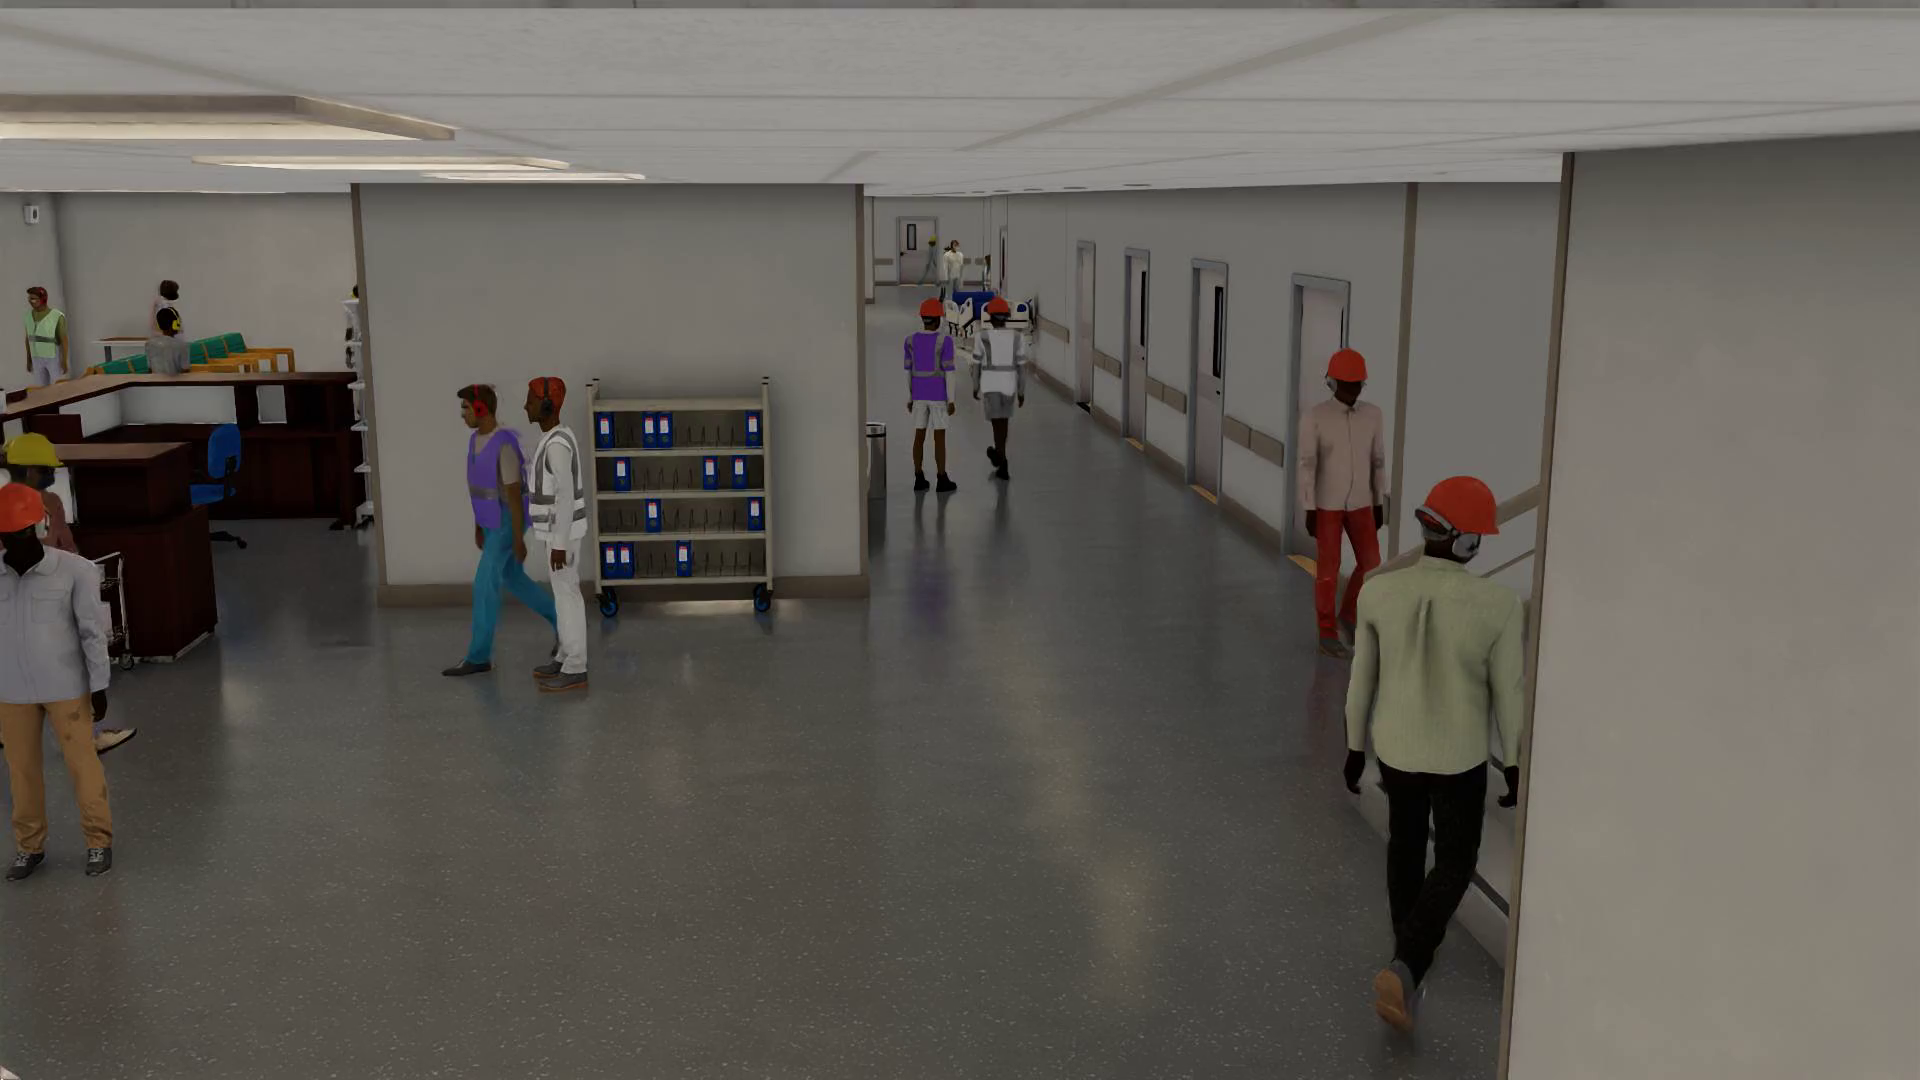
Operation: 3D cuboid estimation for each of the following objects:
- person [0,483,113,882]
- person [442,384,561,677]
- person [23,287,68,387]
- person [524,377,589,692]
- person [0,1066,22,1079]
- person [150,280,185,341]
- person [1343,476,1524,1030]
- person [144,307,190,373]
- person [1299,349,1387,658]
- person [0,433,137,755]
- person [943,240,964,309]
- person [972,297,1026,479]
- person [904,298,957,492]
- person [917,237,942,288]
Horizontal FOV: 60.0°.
[{"bbox_3d":[-3.934,0.612,7.107,0.563,1.742,0.360,-2,12,-8],"label":"person"},{"bbox_3d":[-2.818,-0.090,10.387,0.920,1.796,0.595,-8,14,-34],"label":"person"},{"bbox_3d":[-11.458,-2.259,20.900,0.563,1.839,0.392,2,12,11],"label":"person"},{"bbox_3d":[-2.406,-0.035,9.921,0.361,1.883,0.574,-3,12,-15],"label":"person"},{"bbox_3d":[-1.672,1.455,2.582,0.642,1.909,0.399,1,12,3],"label":"person"},{"bbox_3d":[-11.046,-2.723,23.253,0.575,1.805,0.643,-6,13,-28],"label":"person"},{"bbox_3d":[1.658,0.752,5.910,0.645,1.960,0.853,8,14,35],"label":"person"},{"bbox_3d":[-7.843,-1.381,16.574,0.505,1.861,0.330,2,12,11],"label":"person"},{"bbox_3d":[2.453,-0.237,10.657,0.639,1.976,0.432,-3,12,-17],"label":"person"},{"bbox_3d":[-4.791,0.297,8.707,0.944,1.712,0.545,0,12,2],"label":"person"},{"bbox_3d":[-0.078,-6.538,41.641,0.655,1.901,0.933,-8,14,-35],"label":"person"},{"bbox_3d":[0.385,-1.636,17.726,0.546,1.880,1.014,-3,12,-15],"label":"person"},{"bbox_3d":[-0.290,-1.451,16.703,0.546,1.939,0.375,6,13,26],"label":"person"},{"bbox_3d":[-0.996,-9.208,55.218,0.926,1.689,0.479,0,12,-2],"label":"person"}]
